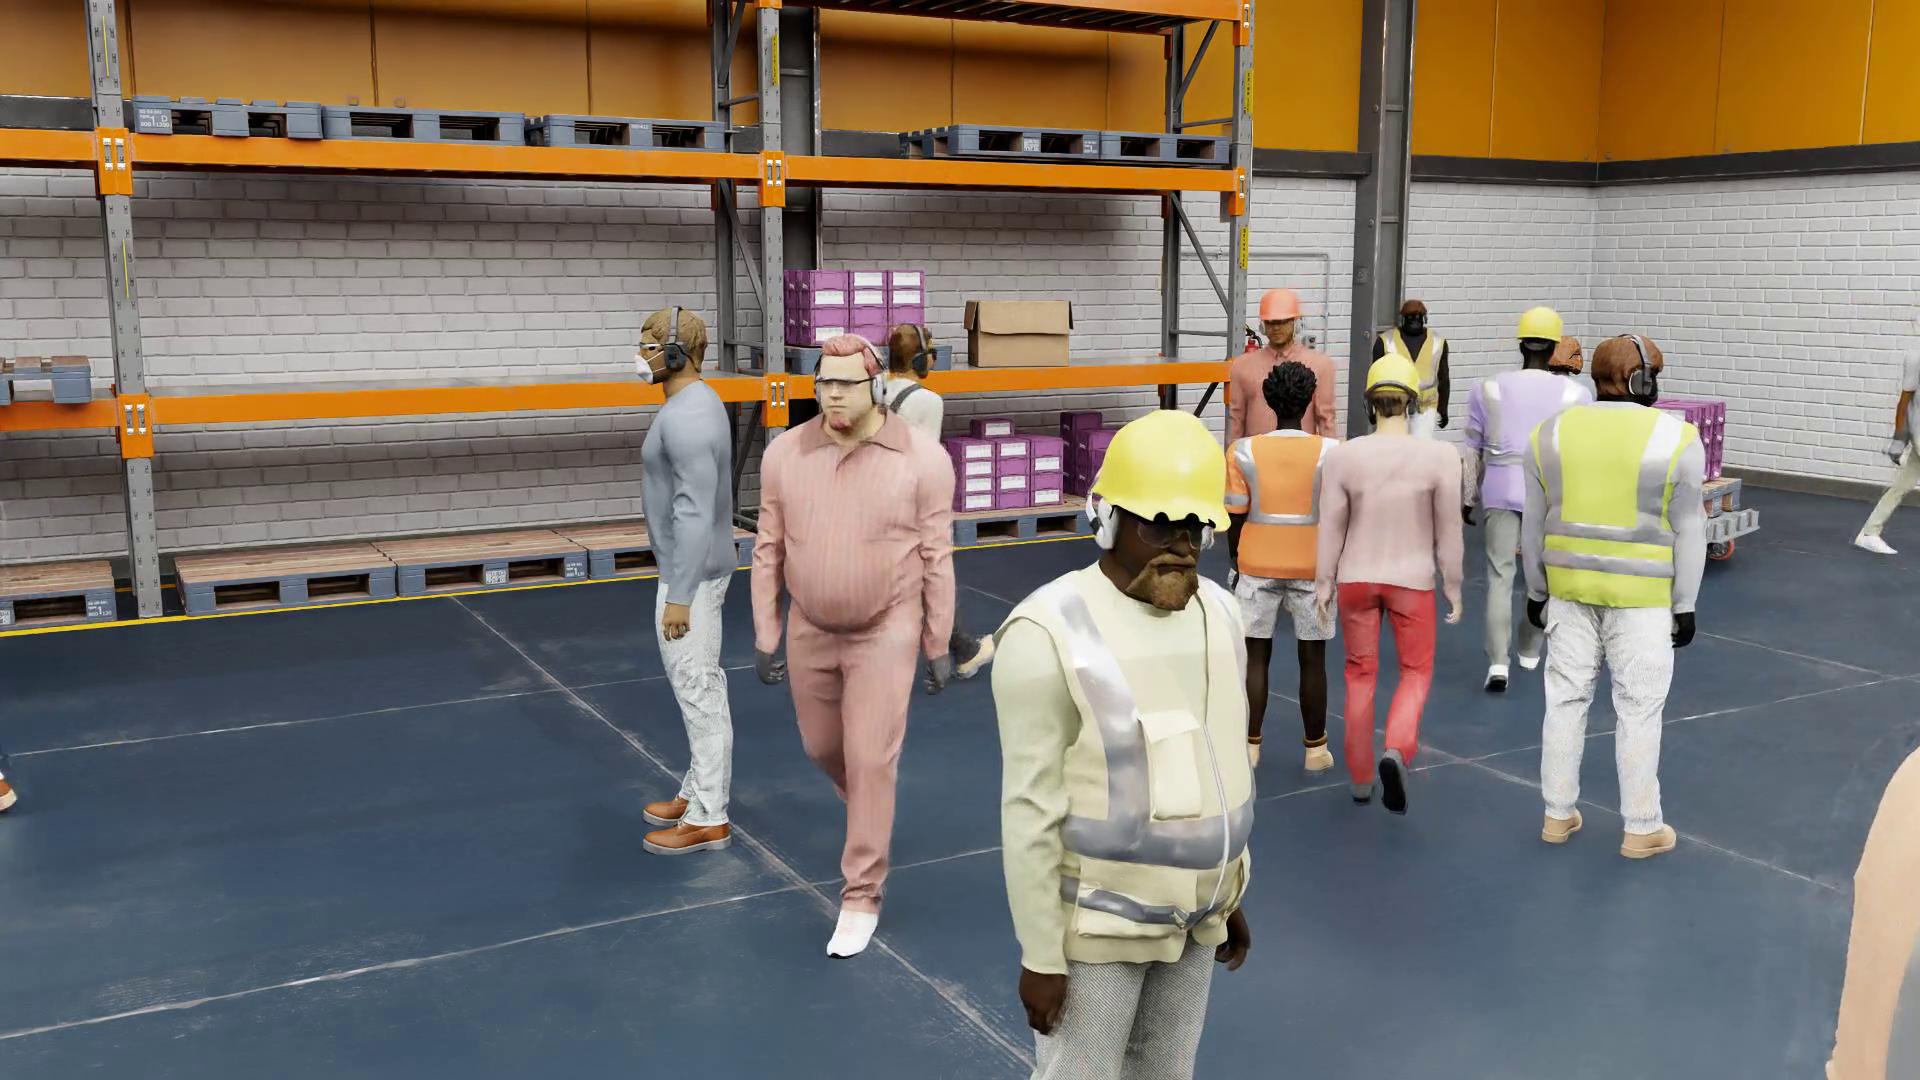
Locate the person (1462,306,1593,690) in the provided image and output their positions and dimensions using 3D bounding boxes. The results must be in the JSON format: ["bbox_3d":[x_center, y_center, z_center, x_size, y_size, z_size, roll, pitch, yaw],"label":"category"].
[{"bbox_3d":[2.802,-0.211,8.253,0.587,1.887,0.935,3,10,15],"label":"person"}]

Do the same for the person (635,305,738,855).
[{"bbox_3d":[-0.978,0.141,5.930,0.370,1.939,0.631,-1,9,-8],"label":"person"}]

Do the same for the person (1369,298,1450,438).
[{"bbox_3d":[3.787,-1.136,14.078,0.671,1.818,0.593,1,9,6],"label":"person"}]

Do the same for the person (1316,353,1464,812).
[{"bbox_3d":[1.605,0.176,6.266,0.558,1.747,0.589,4,10,21],"label":"person"}]

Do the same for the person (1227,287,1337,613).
[{"bbox_3d":[1.839,-0.460,9.515,0.624,1.967,0.851,3,10,16],"label":"person"}]

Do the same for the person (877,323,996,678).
[{"bbox_3d":[-0.191,-0.148,8.109,0.537,1.797,0.932,8,13,42],"label":"person"}]

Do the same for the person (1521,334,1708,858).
[{"bbox_3d":[2.309,0.199,5.899,0.624,1.836,0.430,8,12,40],"label":"person"}]

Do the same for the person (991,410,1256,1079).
[{"bbox_3d":[0.327,0.673,3.032,0.586,1.825,0.404,-8,12,-42],"label":"person"}]

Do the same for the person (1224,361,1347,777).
[{"bbox_3d":[1.331,0.123,6.771,0.535,1.698,0.318,2,10,15],"label":"person"}]

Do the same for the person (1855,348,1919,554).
[{"bbox_3d":[6.846,-0.755,11.767,0.539,1.826,0.962,-6,11,-33],"label":"person"}]

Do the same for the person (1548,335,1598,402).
[{"bbox_3d":[3.882,-0.509,10.815,0.504,1.632,0.270,8,12,39],"label":"person"}]

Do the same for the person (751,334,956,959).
[{"bbox_3d":[-0.330,0.276,5.314,0.652,1.878,0.888,2,10,14],"label":"person"}]

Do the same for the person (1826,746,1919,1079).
[{"bbox_3d":[1.043,0.839,1.761,0.538,1.912,0.595,4,10,22],"label":"person"}]

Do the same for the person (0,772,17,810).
[{"bbox_3d":[-4.061,0.186,6.051,1.070,1.827,0.562,-3,10,-20],"label":"person"}]
